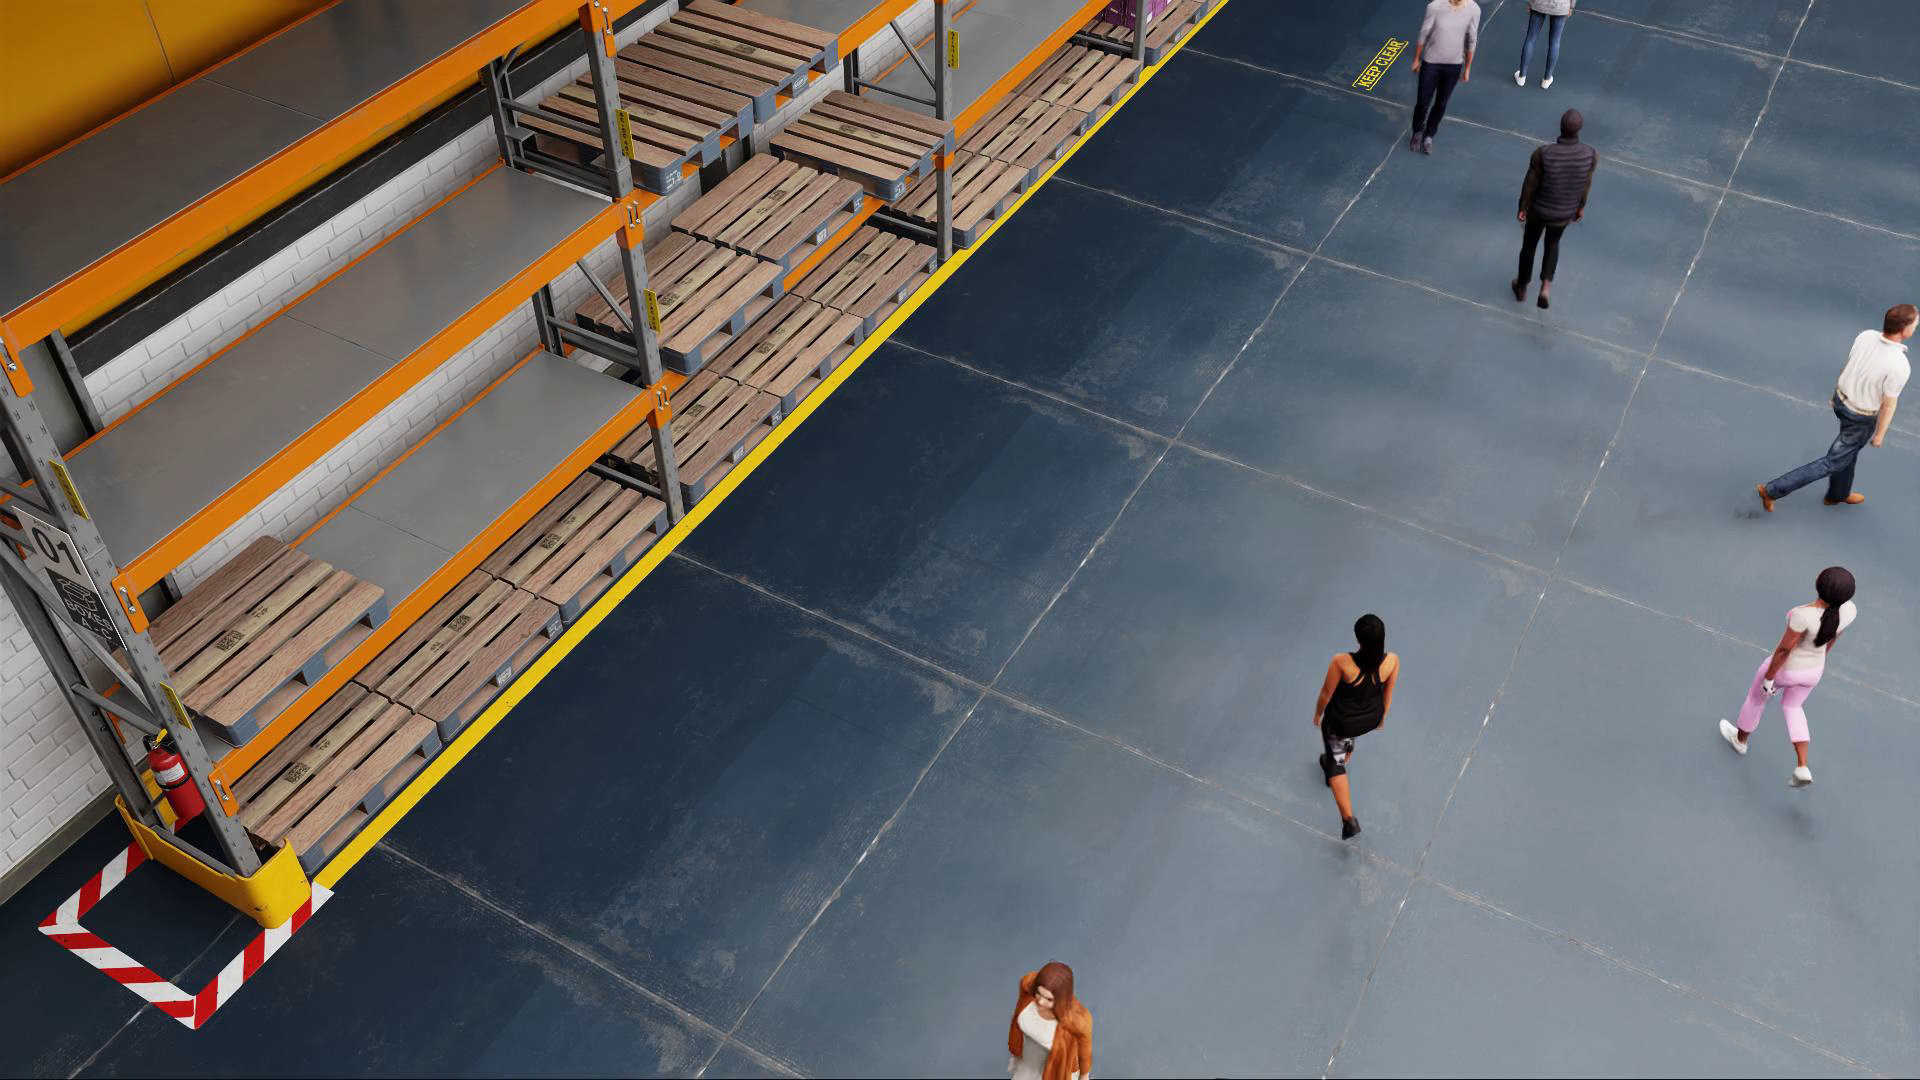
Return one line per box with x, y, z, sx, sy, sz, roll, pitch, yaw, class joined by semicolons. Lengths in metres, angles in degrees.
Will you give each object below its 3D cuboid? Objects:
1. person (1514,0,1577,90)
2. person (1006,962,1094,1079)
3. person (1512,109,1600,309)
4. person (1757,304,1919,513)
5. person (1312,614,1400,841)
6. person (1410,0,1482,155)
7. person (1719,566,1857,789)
5.937;-5.394;16.715;0.651;1.732;0.595;12;45;12;person
0.495;2.550;8.392;0.712;1.710;0.868;32;52;29;person
4.919;-2.694;13.814;0.914;1.823;1.024;4;44;4;person
6.327;-0.893;11.922;1.186;1.826;1.215;-5;44;-5;person
2.359;1.108;9.955;0.973;1.643;1.093;-5;44;-5;person
4.563;-4.566;15.772;0.789;1.833;0.781;4;44;4;person
5.146;0.859;10.158;0.928;1.722;1.042;-7;44;-7;person
